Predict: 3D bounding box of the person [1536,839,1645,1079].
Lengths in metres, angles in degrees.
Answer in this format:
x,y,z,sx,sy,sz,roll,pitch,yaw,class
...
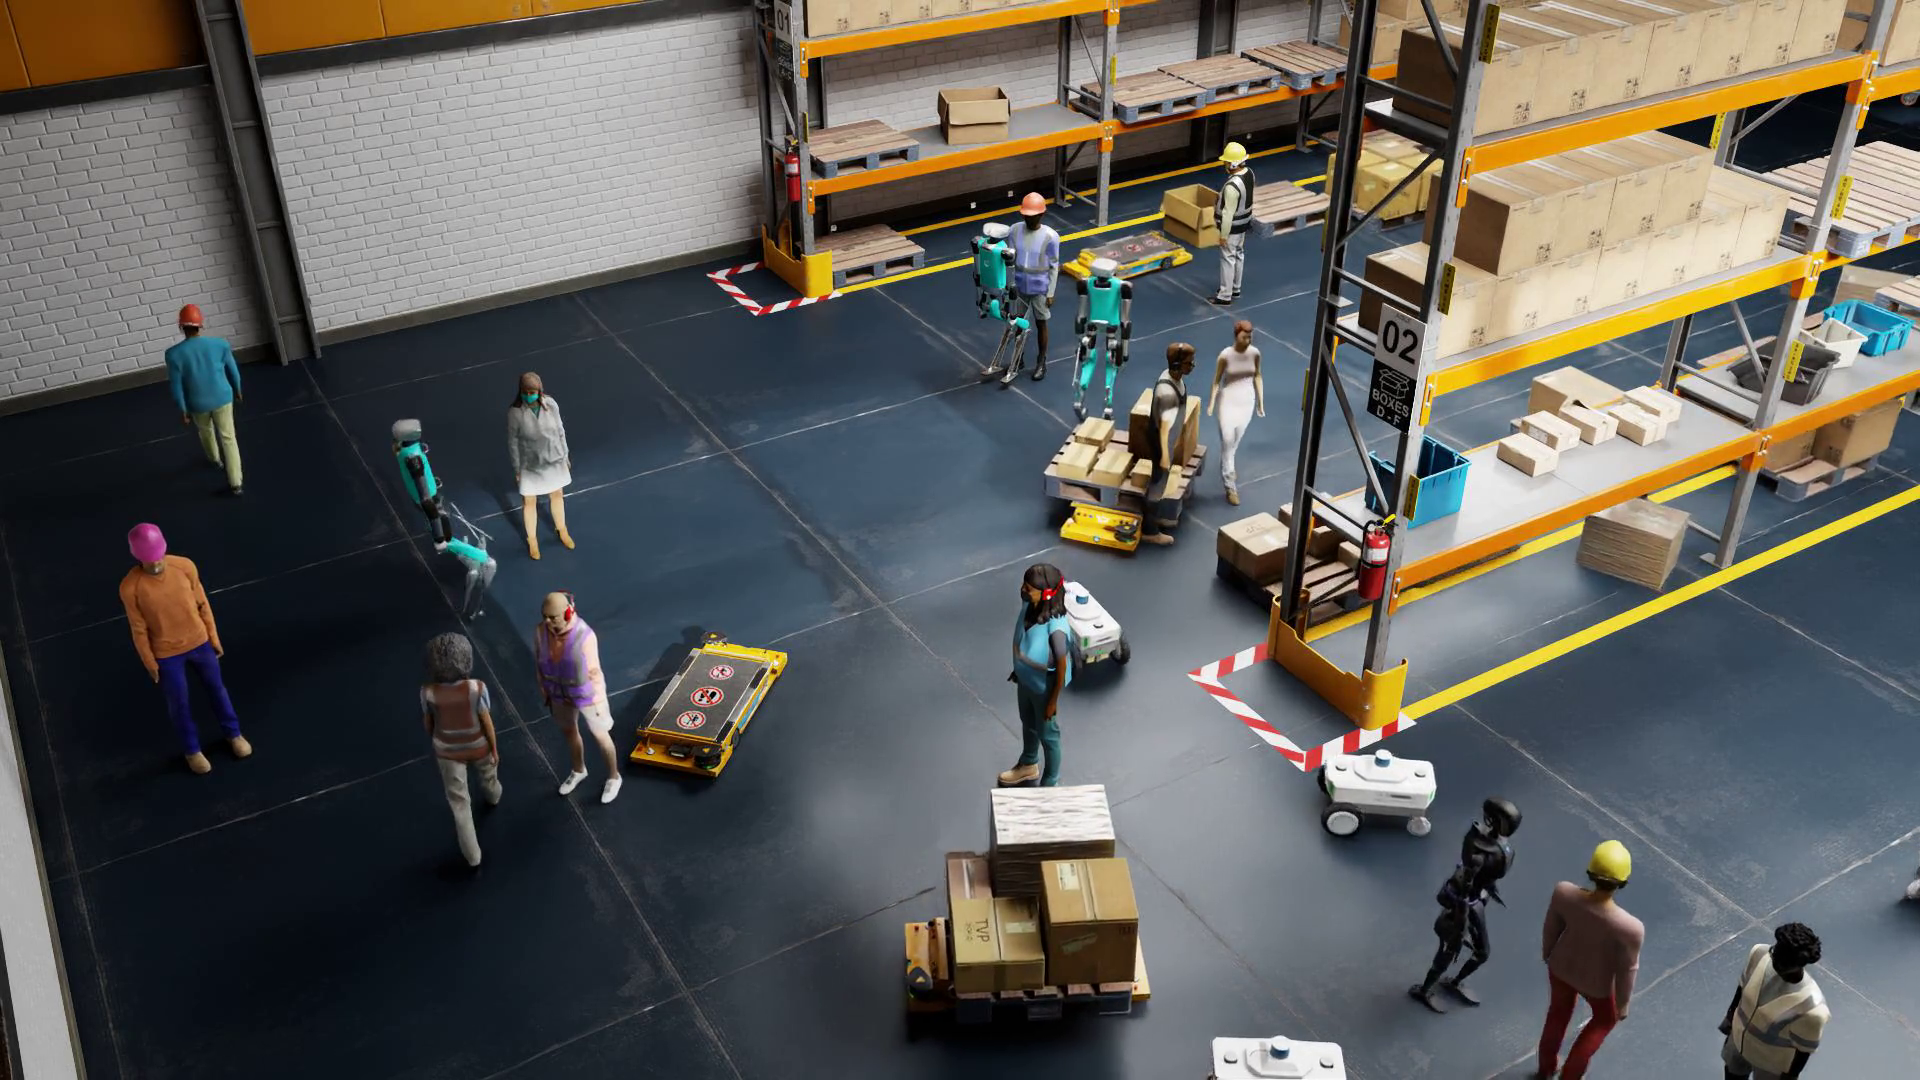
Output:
x,y,z,sx,sy,sz,roll,pitch,yaw,class
3.395,2.325,8.981,0.380,1.745,0.566,-26,40,-35,person

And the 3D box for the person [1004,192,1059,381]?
x,y,z,sx,sy,sz,roll,pitch,yaw,class
0.702,-2.523,16.535,0.544,1.942,0.350,14,35,20,person

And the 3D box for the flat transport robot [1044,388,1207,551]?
x,y,z,sx,sy,sz,roll,pitch,yaw,class
1.425,-0.380,14.689,0.659,0.231,1.431,12,34,18,flat transport robot

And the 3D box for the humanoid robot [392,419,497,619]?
x,y,z,sx,sy,sz,roll,pitch,yaw,class
-3.922,-0.124,13.005,0.747,1.862,0.549,-13,34,-20,humanoid robot

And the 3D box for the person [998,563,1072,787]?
x,y,z,sx,sy,sz,roll,pitch,yaw,class
0.520,0.950,11.066,0.391,1.866,0.517,-17,36,-25,person

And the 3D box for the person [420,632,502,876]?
x,y,z,sx,sy,sz,roll,pitch,yaw,class
-3.201,1.291,10.724,0.435,1.638,0.884,-7,33,-11,person

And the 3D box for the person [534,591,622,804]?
x,y,z,sx,sy,sz,roll,pitch,yaw,class
-2.570,1.039,11.100,0.489,1.681,0.360,9,33,14,person

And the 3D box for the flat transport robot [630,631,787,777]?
x,y,z,sx,sy,sz,roll,pitch,yaw,class
-1.822,1.184,12.196,0.659,0.231,1.431,8,33,13,flat transport robot

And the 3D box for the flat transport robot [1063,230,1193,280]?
x,y,z,sx,sy,sz,roll,pitch,yaw,class
1.952,-3.263,19.288,1.431,0.231,0.659,-21,38,-29,flat transport robot

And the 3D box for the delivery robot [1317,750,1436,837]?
x,y,z,sx,sy,sz,roll,pitch,yaw,class
2.779,1.675,11.161,0.815,0.614,0.499,4,32,6,delivery robot

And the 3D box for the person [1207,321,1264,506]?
x,y,z,sx,sy,sz,roll,pitch,yaw,class
2.450,-1.180,14.694,0.474,1.618,0.791,-8,33,-13,person

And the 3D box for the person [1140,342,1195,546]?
x,y,z,sx,sy,sz,roll,pitch,yaw,class
1.734,-0.814,13.913,0.361,1.835,0.504,7,33,10,person

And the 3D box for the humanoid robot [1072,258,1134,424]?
x,y,z,sx,sy,sz,roll,pitch,yaw,class
1.249,-1.627,15.345,0.546,1.830,0.768,11,34,17,humanoid robot

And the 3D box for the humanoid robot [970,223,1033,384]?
x,y,z,sx,sy,sz,roll,pitch,yaw,class
0.486,-2.386,16.378,0.533,1.681,0.735,27,41,36,humanoid robot

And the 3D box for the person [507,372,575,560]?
x,y,z,sx,sy,sz,roll,pitch,yaw,class
-3.467,-0.628,13.771,0.488,1.661,0.343,-17,36,-25,person

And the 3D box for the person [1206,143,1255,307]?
x,y,z,sx,sy,sz,roll,pitch,yaw,class
2.952,-3.429,18.092,0.403,1.825,0.589,16,35,23,person

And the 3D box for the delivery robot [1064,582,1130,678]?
x,y,z,sx,sy,sz,roll,pitch,yaw,class
0.934,0.654,12.767,0.499,0.590,0.793,-14,35,-21,delivery robot

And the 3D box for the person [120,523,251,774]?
x,y,z,sx,sy,sz,roll,pitch,yaw,class
-5.316,0.722,11.334,0.517,1.974,0.403,-26,40,-35,person

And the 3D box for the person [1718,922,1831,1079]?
x,y,z,sx,sy,sz,roll,pitch,yaw,class
4.138,2.614,8.578,0.319,1.691,0.535,-9,33,-13,person

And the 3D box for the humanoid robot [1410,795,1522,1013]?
x,y,z,sx,sy,sz,roll,pitch,yaw,class
2.891,2.062,9.473,0.369,1.642,0.603,23,39,32,humanoid robot

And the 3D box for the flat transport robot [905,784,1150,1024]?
x,y,z,sx,sy,sz,roll,pitch,yaw,class
0.393,2.518,10.067,1.431,0.231,0.659,-2,32,-3,flat transport robot

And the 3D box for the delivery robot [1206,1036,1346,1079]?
x,y,z,sx,sy,sz,roll,pitch,yaw,class
1.738,2.955,9.099,0.795,0.592,0.499,2,32,3,delivery robot

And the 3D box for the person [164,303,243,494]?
x,y,z,sx,sy,sz,roll,pitch,yaw,class
-6.687,-1.294,14.797,0.584,1.692,0.909,-17,36,-25,person

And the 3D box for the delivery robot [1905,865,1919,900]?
x,y,z,sx,sy,sz,roll,pitch,yaw,class
6.434,2.107,10.472,0.807,0.613,0.499,-8,33,-13,delivery robot
